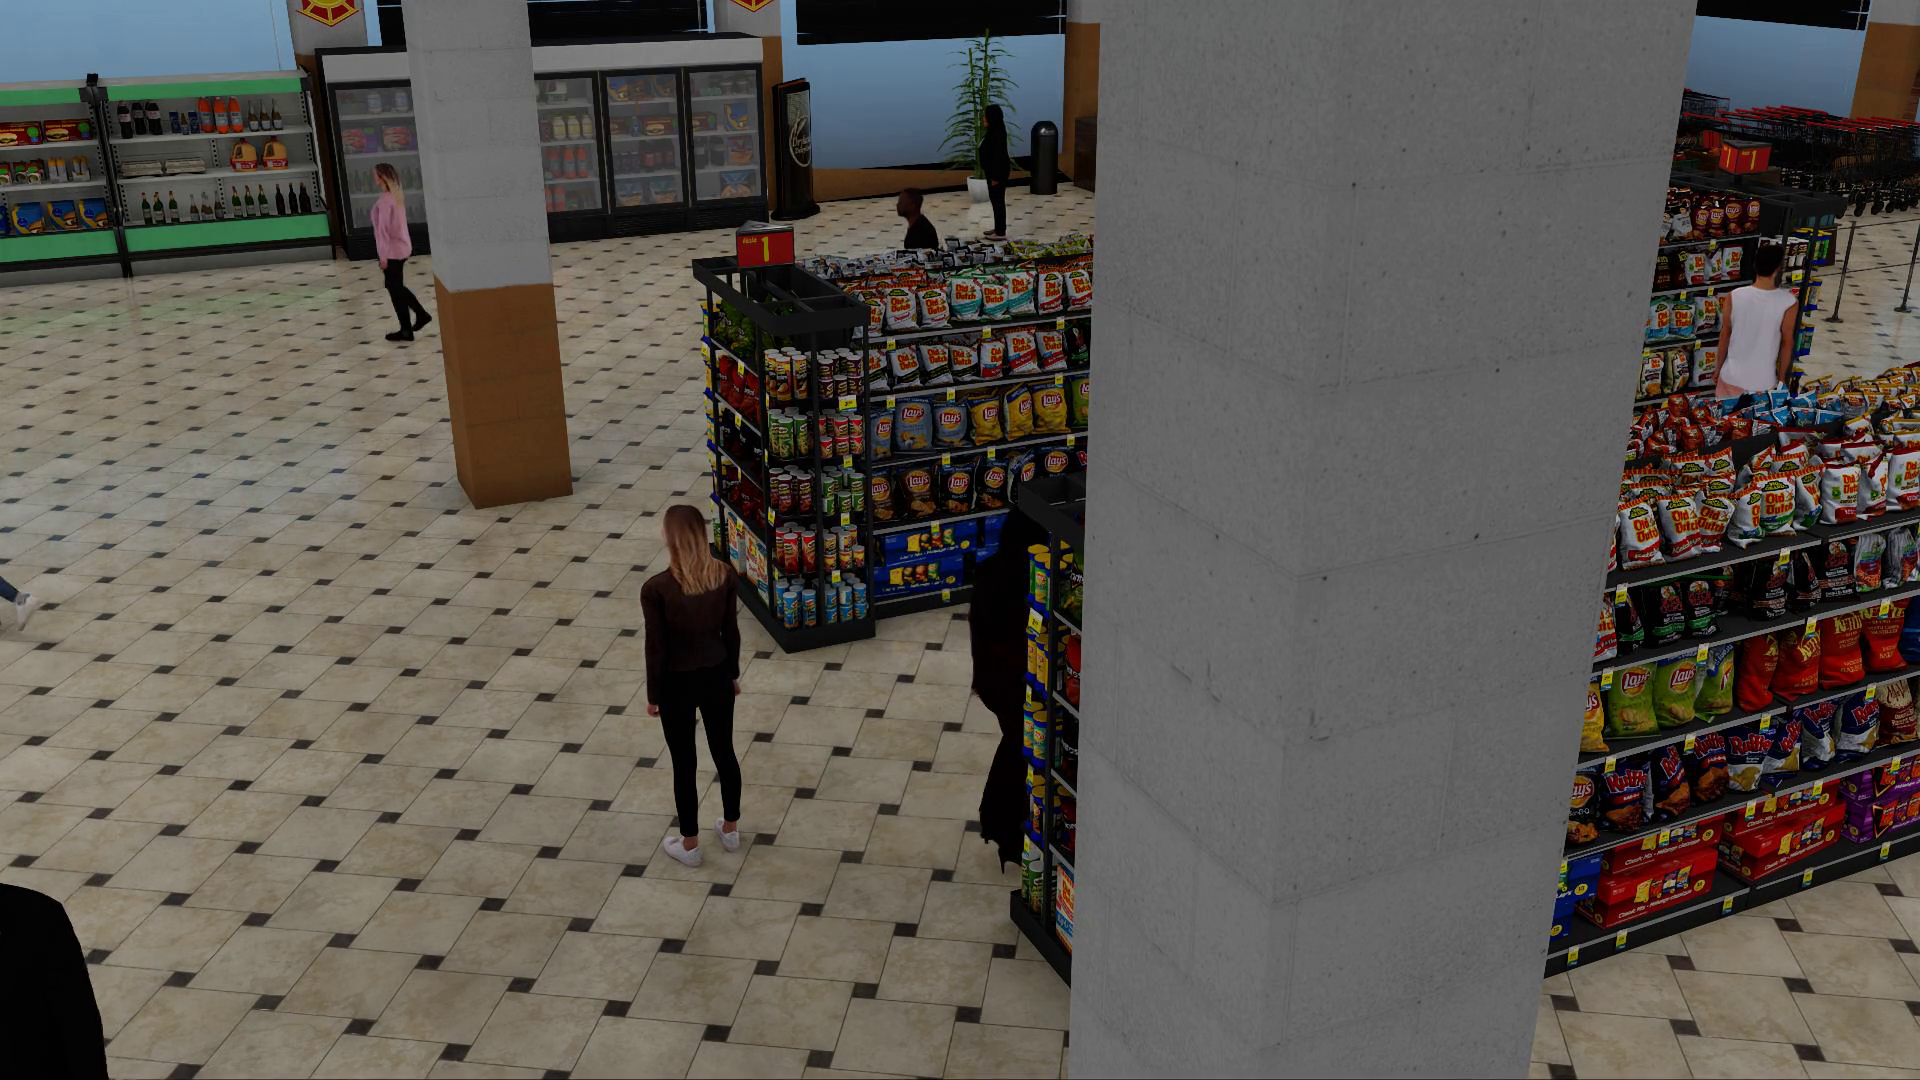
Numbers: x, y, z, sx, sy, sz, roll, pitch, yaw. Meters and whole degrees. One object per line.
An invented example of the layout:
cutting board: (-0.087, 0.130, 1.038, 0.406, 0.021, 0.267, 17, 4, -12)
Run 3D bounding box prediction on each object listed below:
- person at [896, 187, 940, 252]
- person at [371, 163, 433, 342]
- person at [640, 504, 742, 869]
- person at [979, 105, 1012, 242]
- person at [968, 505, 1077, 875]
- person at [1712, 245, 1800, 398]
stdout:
person: (-0.196, -2.008, 13.883, 1.342, 1.742, 0.984, -1, 22, -3)
person: (-5.255, -2.706, 15.707, 0.774, 1.678, 0.716, -1, 22, -3)
person: (-1.166, 0.642, 7.341, 0.492, 1.703, 0.696, -14, 26, -32)
person: (0.448, -4.444, 20.118, 0.714, 1.615, 0.698, -3, 22, -8)
person: (0.212, 0.685, 7.180, 0.779, 1.745, 0.754, -19, 29, -39)
person: (5.589, -1.193, 11.796, 0.726, 1.787, 0.746, 13, 25, 29)
